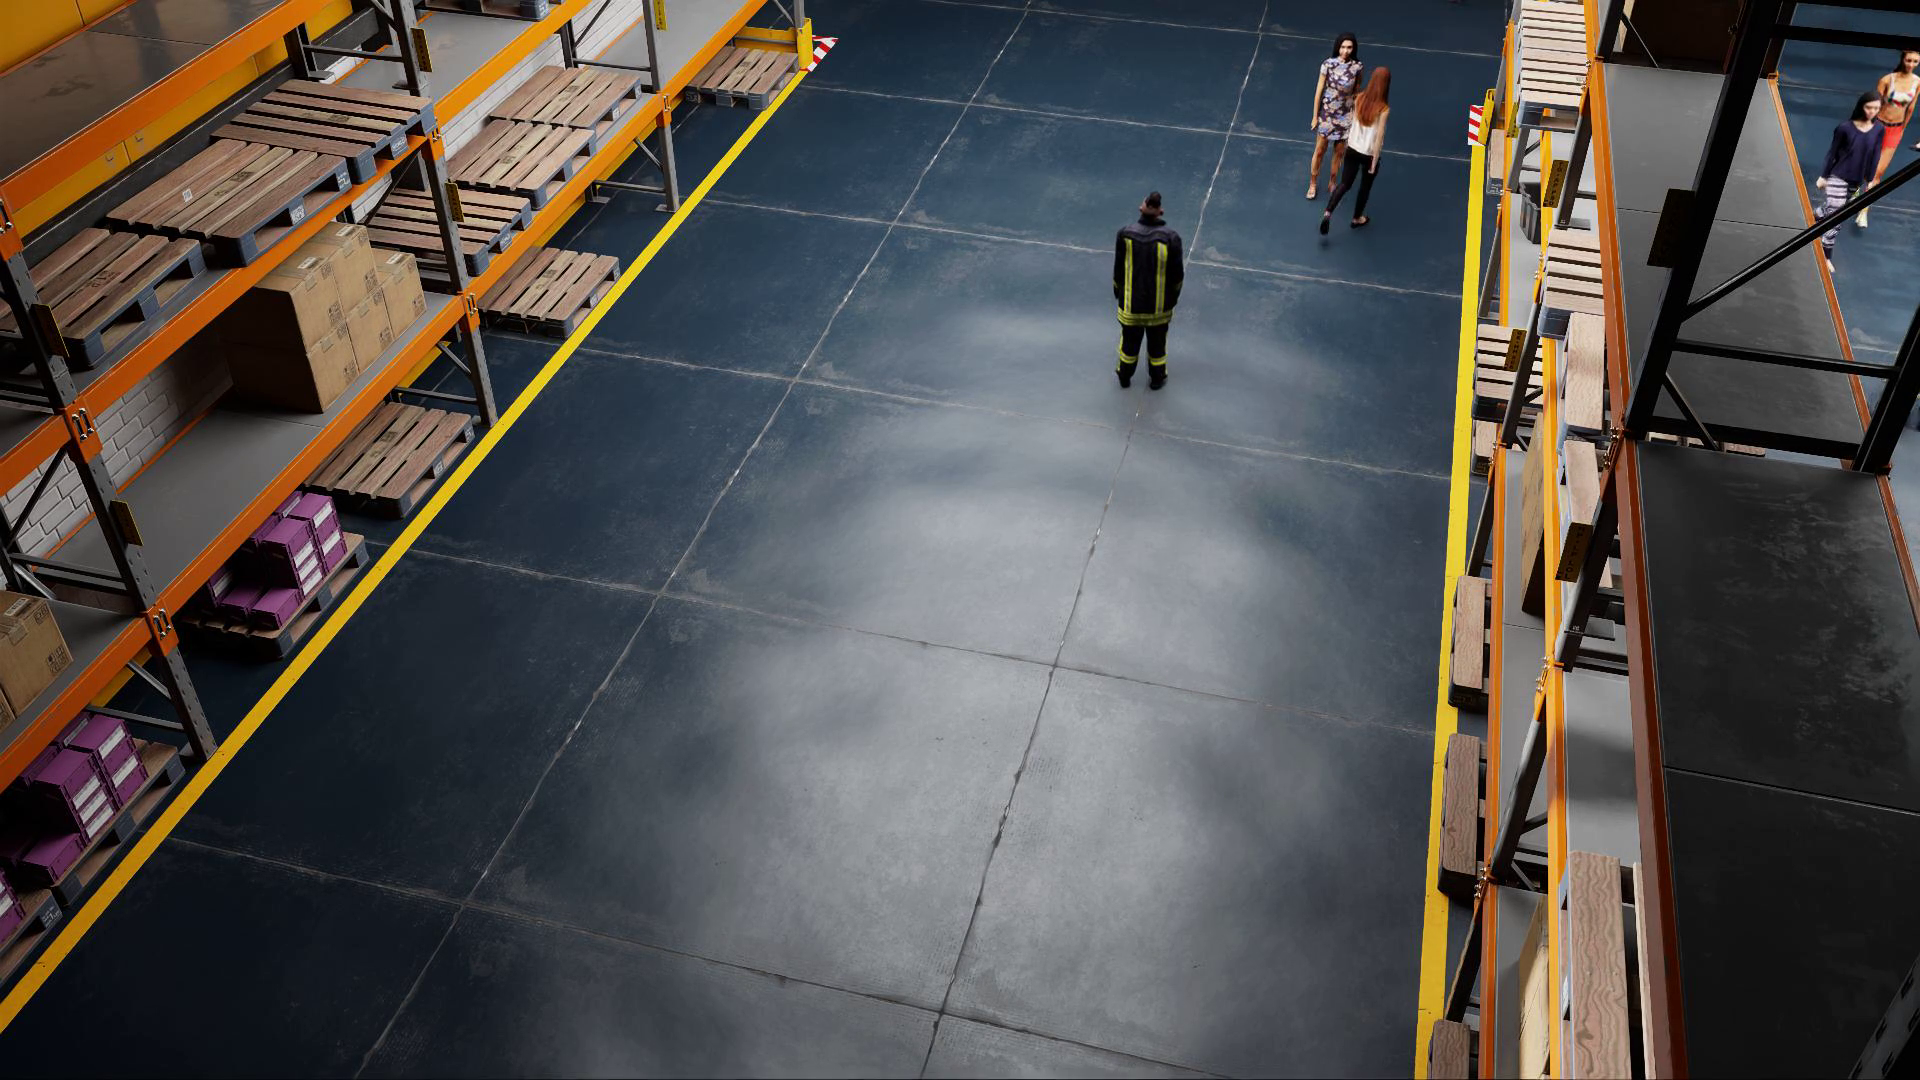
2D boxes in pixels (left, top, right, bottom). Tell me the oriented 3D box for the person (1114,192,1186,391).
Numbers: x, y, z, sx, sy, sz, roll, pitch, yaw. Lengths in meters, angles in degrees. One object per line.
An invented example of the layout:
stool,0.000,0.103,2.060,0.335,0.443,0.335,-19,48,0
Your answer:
person,1.573,-2.108,14.009,0.750,1.861,0.682,8,39,9

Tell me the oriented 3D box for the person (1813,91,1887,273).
person,8.427,-3.493,15.876,0.812,1.695,1.152,0,39,0

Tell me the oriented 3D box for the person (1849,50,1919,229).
person,9.170,-4.082,16.578,0.605,1.740,1.148,11,40,13

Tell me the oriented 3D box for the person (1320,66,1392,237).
person,3.872,-3.732,16.174,1.074,1.698,0.929,-29,47,-31

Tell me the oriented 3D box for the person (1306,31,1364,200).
person,3.808,-4.297,16.853,0.650,1.733,0.587,0,39,0
